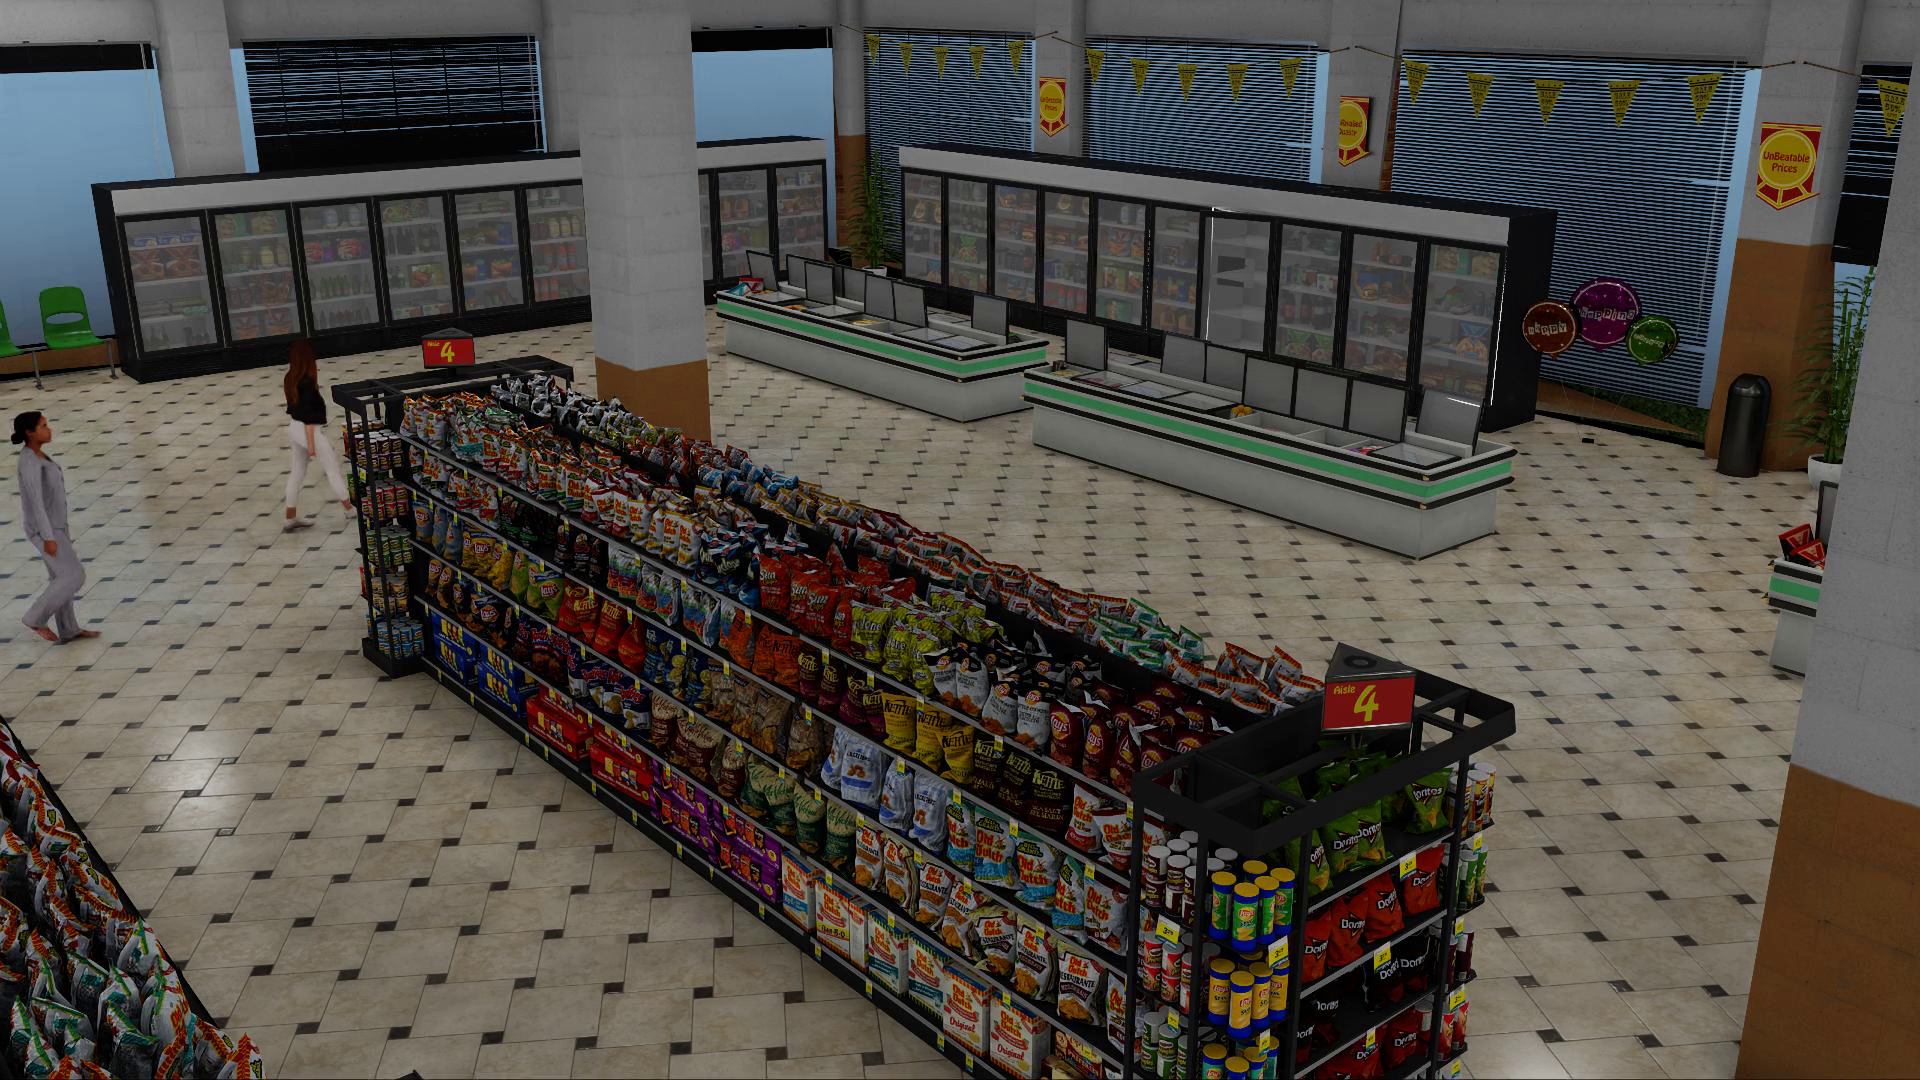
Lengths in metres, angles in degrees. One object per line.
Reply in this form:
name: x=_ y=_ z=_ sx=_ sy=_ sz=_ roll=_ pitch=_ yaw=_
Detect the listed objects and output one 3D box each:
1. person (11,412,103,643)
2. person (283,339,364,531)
person: x=-6.653 y=-0.069 z=11.981 sx=0.830 sy=1.728 sz=0.769 roll=-7 pitch=20 yaw=-19
person: x=-5.771 y=-0.888 z=14.493 sx=0.968 sy=1.674 sz=0.737 roll=16 pitch=25 yaw=40
